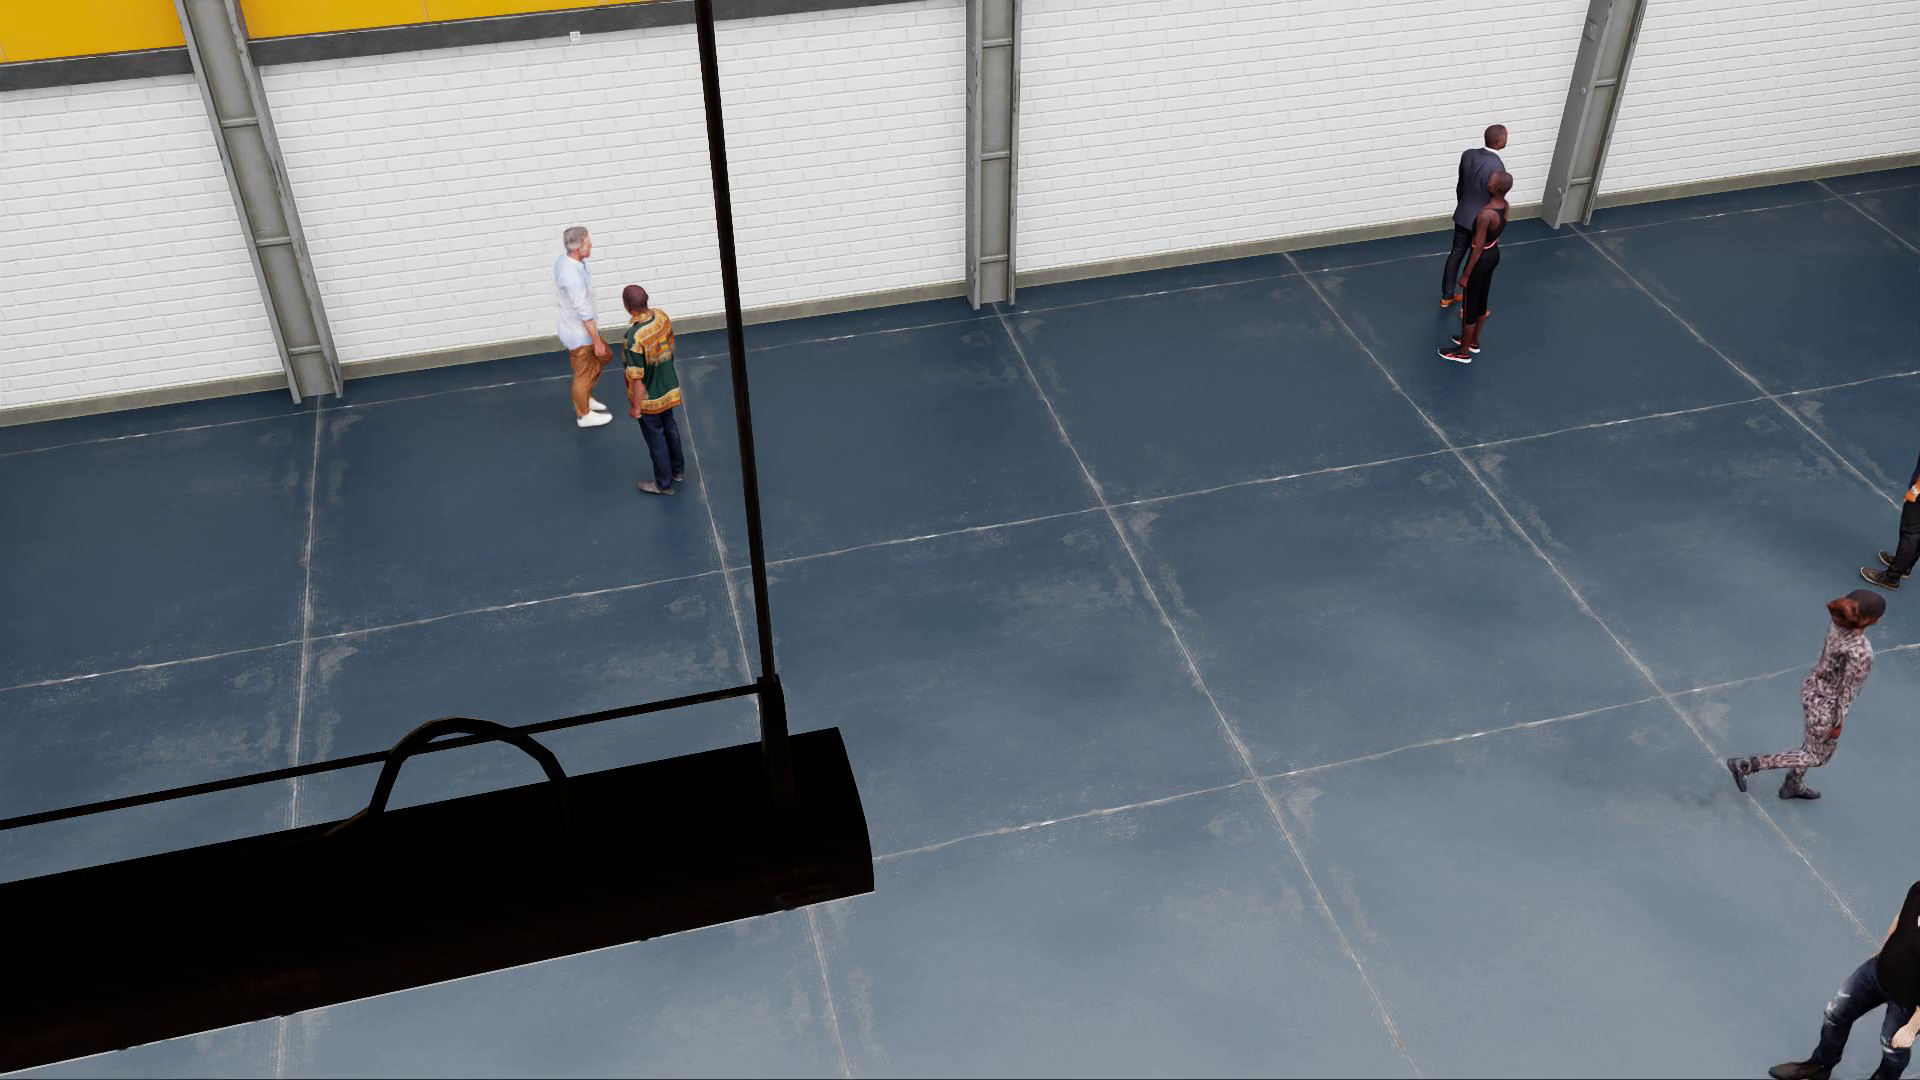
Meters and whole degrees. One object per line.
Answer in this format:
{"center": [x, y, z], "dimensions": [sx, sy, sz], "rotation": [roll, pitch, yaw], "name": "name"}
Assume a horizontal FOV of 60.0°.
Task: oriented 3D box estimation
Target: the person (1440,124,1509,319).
{"center": [4.593, -2.841, 14.784], "dimensions": [0.686, 1.824, 0.743], "rotation": [-18, 42, -22], "name": "person"}

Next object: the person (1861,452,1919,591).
{"center": [6.898, -0.426, 11.786], "dimensions": [0.620, 1.793, 0.779], "rotation": [-27, 46, -30], "name": "person"}

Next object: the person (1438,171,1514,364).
{"center": [4.468, -2.343, 14.215], "dimensions": [0.724, 1.758, 0.637], "rotation": [27, 46, 30], "name": "person"}

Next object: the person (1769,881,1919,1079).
{"center": [4.843, 2.242, 8.378], "dimensions": [0.869, 1.876, 0.757], "rotation": [-5, 39, -6], "name": "person"}

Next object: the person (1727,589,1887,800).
{"center": [5.163, 0.990, 10.089], "dimensions": [0.971, 1.698, 0.804], "rotation": [6, 39, 8], "name": "person"}

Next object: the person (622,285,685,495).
{"center": [-2.336, -1.149, 12.681], "dimensions": [0.864, 1.806, 0.824], "rotation": [15, 41, 18], "name": "person"}

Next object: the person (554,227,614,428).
{"center": [-3.127, -1.664, 13.326], "dimensions": [0.617, 1.805, 0.682], "rotation": [-9, 39, -11], "name": "person"}
